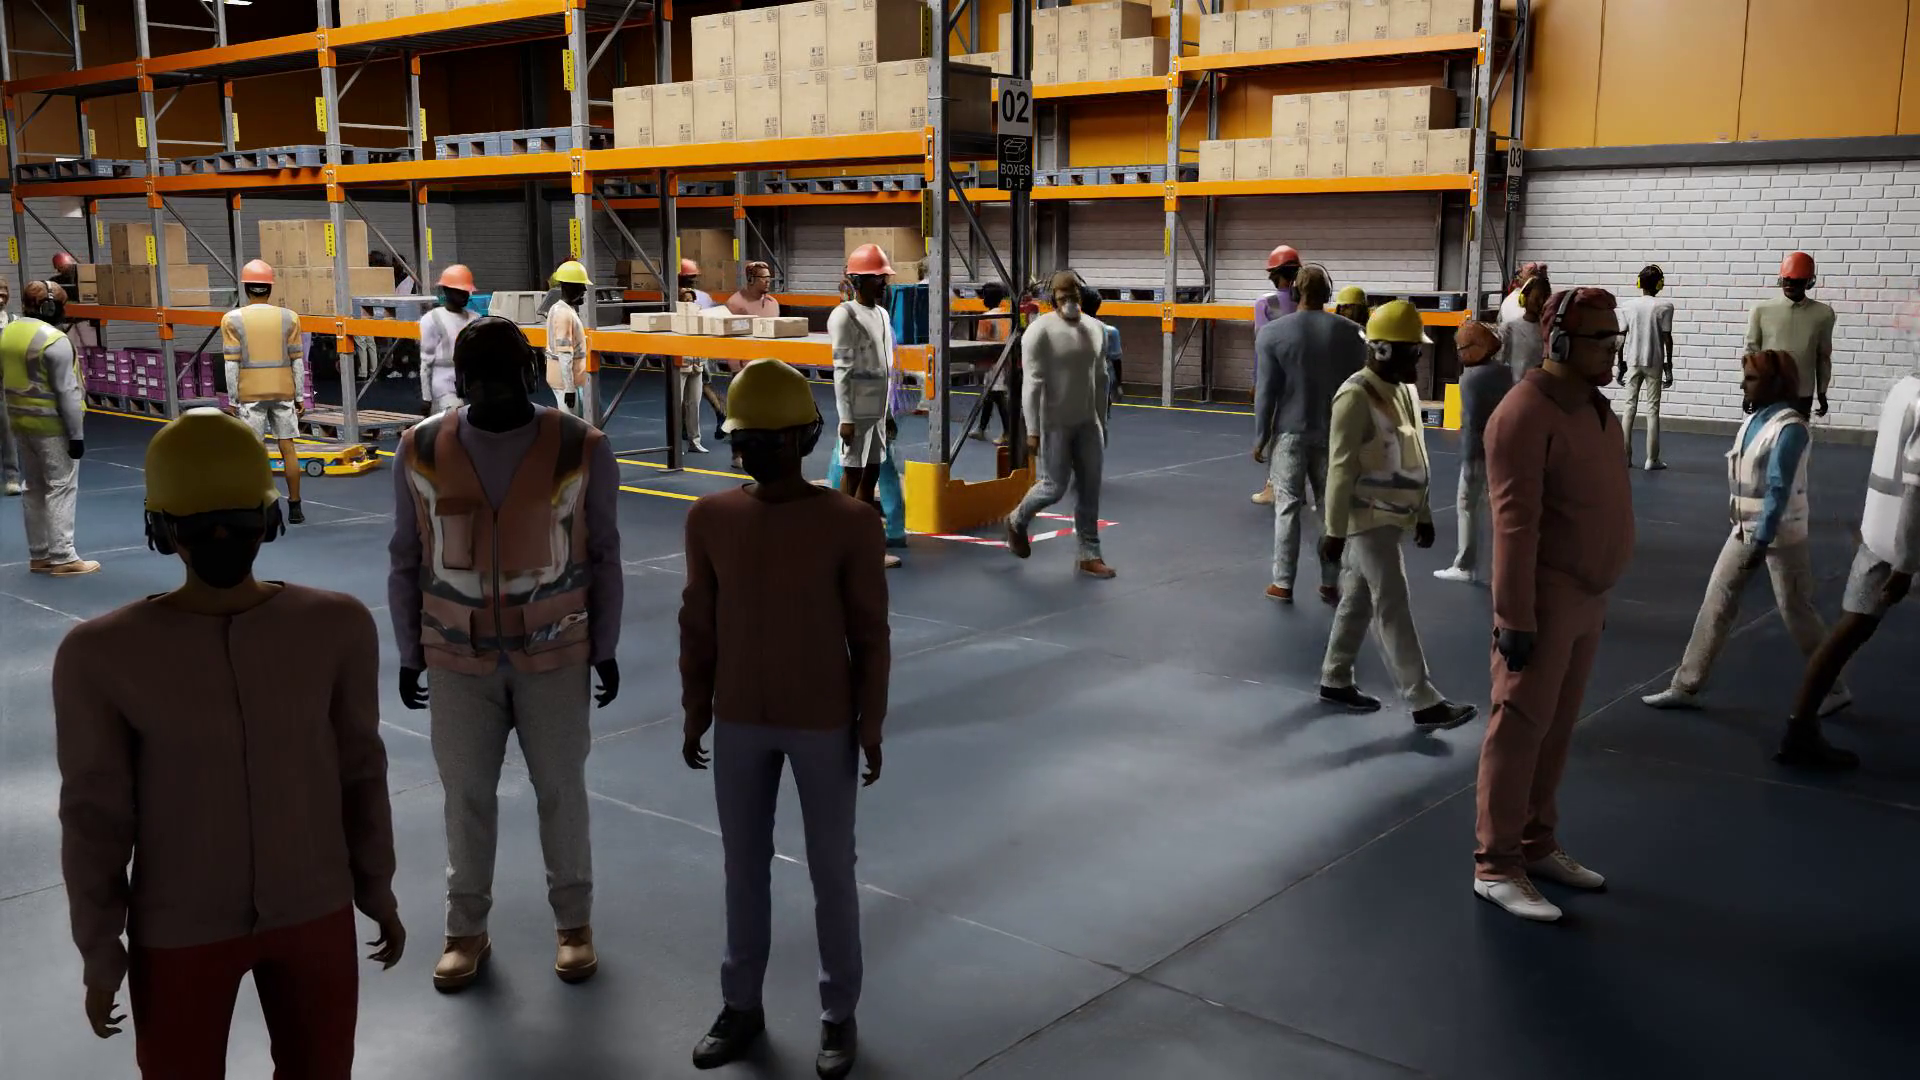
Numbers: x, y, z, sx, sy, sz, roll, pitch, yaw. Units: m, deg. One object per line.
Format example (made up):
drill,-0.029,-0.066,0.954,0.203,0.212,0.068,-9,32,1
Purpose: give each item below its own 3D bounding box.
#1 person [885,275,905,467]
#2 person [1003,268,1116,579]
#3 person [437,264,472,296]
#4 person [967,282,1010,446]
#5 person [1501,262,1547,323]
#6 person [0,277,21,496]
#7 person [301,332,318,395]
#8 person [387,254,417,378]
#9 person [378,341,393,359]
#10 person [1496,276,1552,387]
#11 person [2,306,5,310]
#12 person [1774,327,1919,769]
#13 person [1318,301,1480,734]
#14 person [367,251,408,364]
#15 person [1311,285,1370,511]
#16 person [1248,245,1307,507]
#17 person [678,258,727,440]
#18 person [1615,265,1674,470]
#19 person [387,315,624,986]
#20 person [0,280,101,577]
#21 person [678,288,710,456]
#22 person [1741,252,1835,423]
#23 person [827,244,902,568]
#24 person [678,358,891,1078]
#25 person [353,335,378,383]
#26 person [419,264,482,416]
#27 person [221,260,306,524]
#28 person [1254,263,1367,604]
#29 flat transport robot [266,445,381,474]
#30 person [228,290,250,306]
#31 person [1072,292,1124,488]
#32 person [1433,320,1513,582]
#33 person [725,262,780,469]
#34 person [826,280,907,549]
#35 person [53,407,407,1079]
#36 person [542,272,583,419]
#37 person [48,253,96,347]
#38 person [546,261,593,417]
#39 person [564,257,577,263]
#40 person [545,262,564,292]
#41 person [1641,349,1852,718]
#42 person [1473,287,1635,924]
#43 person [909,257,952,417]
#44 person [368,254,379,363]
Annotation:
person,-0.794,-1.651,15.320,0.609,1.993,0.382,-1,10,-6
person,0.604,-0.720,10.284,0.647,1.910,0.754,-8,13,-37
person,-7.560,-3.211,24.798,0.692,1.783,0.453,4,11,22
person,0.270,-1.813,17.142,0.784,1.661,0.552,6,12,31
person,5.223,-1.602,15.328,0.403,1.897,0.652,-1,10,-8
person,-8.030,-1.280,13.774,0.551,1.810,0.866,-9,13,-40
person,-9.115,-2.923,22.819,0.399,1.905,0.643,8,13,39
person,-8.722,-3.490,25.994,0.591,1.922,0.393,2,10,11
person,-10.631,-4.145,30.535,0.507,1.634,0.280,-9,13,-42
person,4.024,-0.943,11.775,0.549,1.823,0.707,-1,10,-8
person,-12.735,-2.714,21.639,0.607,1.909,1.023,-4,11,-22
person,3.681,-0.003,6.289,1.036,1.872,0.550,2,10,11
person,1.885,-0.097,7.023,0.826,1.796,0.618,7,12,35
person,-10.125,-4.111,29.188,1.055,2.000,0.691,-2,10,-14
person,2.942,-1.057,12.644,0.290,1.745,0.487,-7,12,-33
person,2.529,-1.284,13.089,0.614,2.039,0.392,-5,11,-26
person,-2.768,-1.970,17.348,0.807,1.917,0.555,9,13,41
person,6.284,-1.580,15.259,0.516,1.873,0.329,8,13,38
person,-1.245,0.310,4.583,0.632,1.843,0.429,-1,10,-8
person,-5.617,-0.681,10.269,0.633,1.833,0.429,6,12,30
person,-2.686,-1.650,16.316,0.308,1.639,0.524,9,14,43
person,6.072,-1.108,12.231,0.612,1.990,0.392,2,10,12
person,-0.570,-0.804,10.348,0.380,2.045,0.605,5,11,25
person,-0.434,0.443,4.041,0.532,1.767,0.328,2,10,14
person,-9.037,-3.286,25.075,0.403,1.835,0.588,3,10,18
person,-3.988,-1.195,12.987,0.883,1.900,0.563,7,12,33
person,-5.064,-1.064,12.132,0.551,1.937,0.357,-6,12,-31
person,1.981,-0.595,9.464,0.635,1.936,0.355,0,10,-2
flat transport robot,-6.042,-0.733,14.989,1.431,0.197,0.652,0,10,-3
person,-11.044,-3.283,25.742,0.528,1.581,0.835,-9,13,-42
person,1.107,-1.264,14.084,0.552,1.649,0.874,0,10,-2
person,3.171,-0.496,9.845,0.529,1.597,0.730,-7,12,-36
person,-1.863,-1.601,15.324,0.400,1.902,0.642,9,13,41
person,-0.747,-0.834,11.182,0.869,1.806,0.579,3,10,16
person,-1.214,0.655,2.836,0.535,1.767,0.317,-8,13,-37
person,-4.489,-2.172,18.946,0.553,1.751,0.427,-8,13,-39
person,-13.035,-3.229,24.421,0.639,1.947,0.593,-5,11,-28
person,-3.147,-1.288,13.471,0.396,1.918,0.588,-2,10,-11
person,-6.207,-3.575,26.591,0.362,1.882,0.575,9,13,41
person,-6.535,-3.708,27.618,0.635,1.798,0.972,-4,11,-19
person,3.475,-0.017,7.145,0.849,1.599,0.521,0,10,-1
person,1.836,0.189,5.089,0.402,1.906,0.652,8,13,40
person,-0.359,-2.385,19.699,0.647,1.920,0.762,-10,14,-44
person,-10.342,-4.108,29.465,0.549,1.936,0.376,-8,13,-38
